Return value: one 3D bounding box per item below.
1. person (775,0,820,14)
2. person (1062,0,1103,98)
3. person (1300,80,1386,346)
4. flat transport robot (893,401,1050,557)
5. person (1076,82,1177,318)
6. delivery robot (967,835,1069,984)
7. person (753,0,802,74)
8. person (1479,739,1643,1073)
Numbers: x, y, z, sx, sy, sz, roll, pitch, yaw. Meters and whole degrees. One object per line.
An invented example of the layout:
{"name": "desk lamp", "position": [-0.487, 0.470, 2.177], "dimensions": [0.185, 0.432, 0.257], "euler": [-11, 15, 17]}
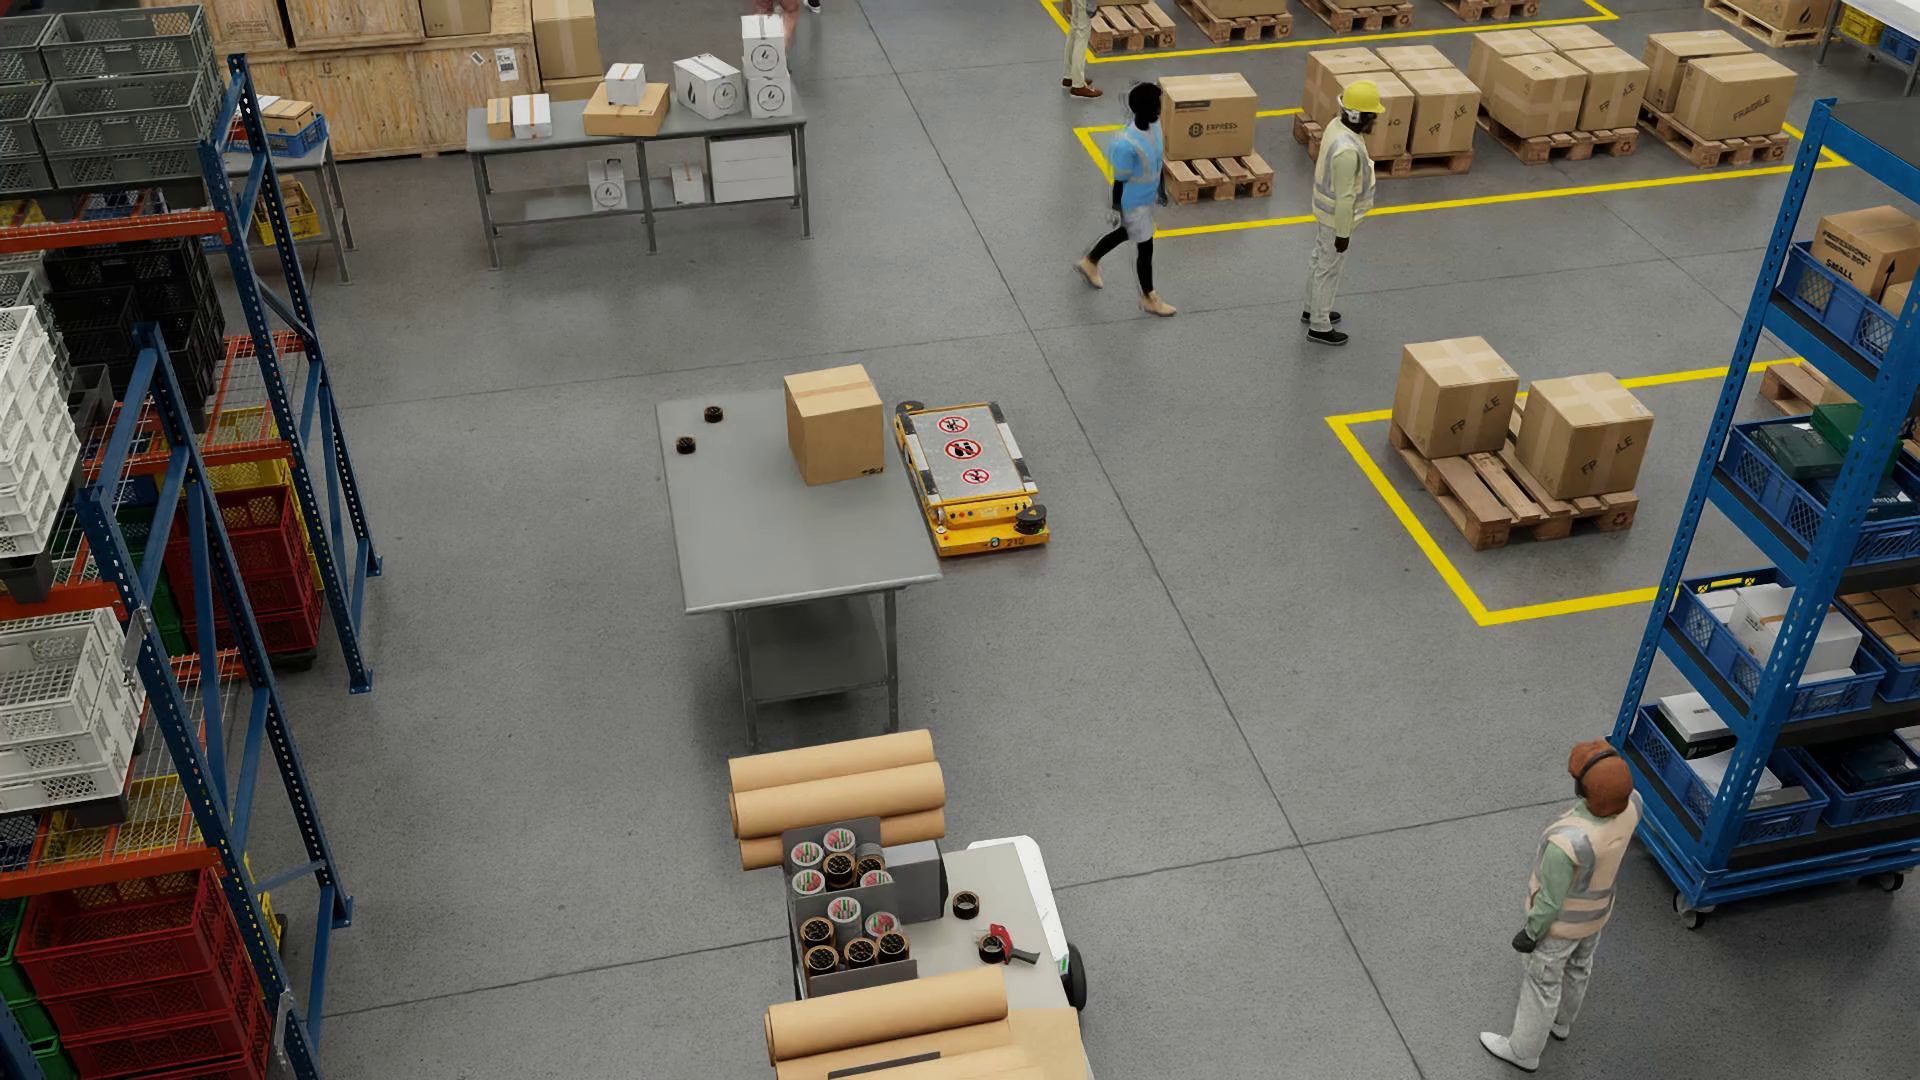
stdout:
{"name": "person", "position": [-1.653, -6.170, 16.466], "dimensions": [0.585, 1.910, 0.388], "euler": [-19, 41, -24]}
{"name": "person", "position": [1.111, -4.882, 14.763], "dimensions": [0.316, 1.870, 0.531], "euler": [-8, 37, -11]}
{"name": "person", "position": [2.566, -2.209, 11.203], "dimensions": [0.404, 1.827, 0.600], "euler": [2, 37, 3]}
{"name": "flat transport robot", "position": [0.046, -0.430, 10.108], "dimensions": [0.652, 0.197, 1.431], "euler": [-8, 37, -10]}
{"name": "person", "position": [1.179, -2.420, 11.624], "dimensions": [0.822, 1.663, 0.527], "euler": [17, 40, 21]}
{"name": "delivery robot", "position": [0.231, 1.590, 7.082], "dimensions": [0.477, 0.478, 0.707], "euler": [-6, 37, -8]}
{"name": "person", "position": [-1.706, -5.146, 15.096], "dimensions": [0.683, 1.891, 0.418], "euler": [12, 38, 16]}
{"name": "person", "position": [2.354, 1.437, 6.462], "dimensions": [0.517, 1.636, 0.314], "euler": [-25, 43, -29]}
